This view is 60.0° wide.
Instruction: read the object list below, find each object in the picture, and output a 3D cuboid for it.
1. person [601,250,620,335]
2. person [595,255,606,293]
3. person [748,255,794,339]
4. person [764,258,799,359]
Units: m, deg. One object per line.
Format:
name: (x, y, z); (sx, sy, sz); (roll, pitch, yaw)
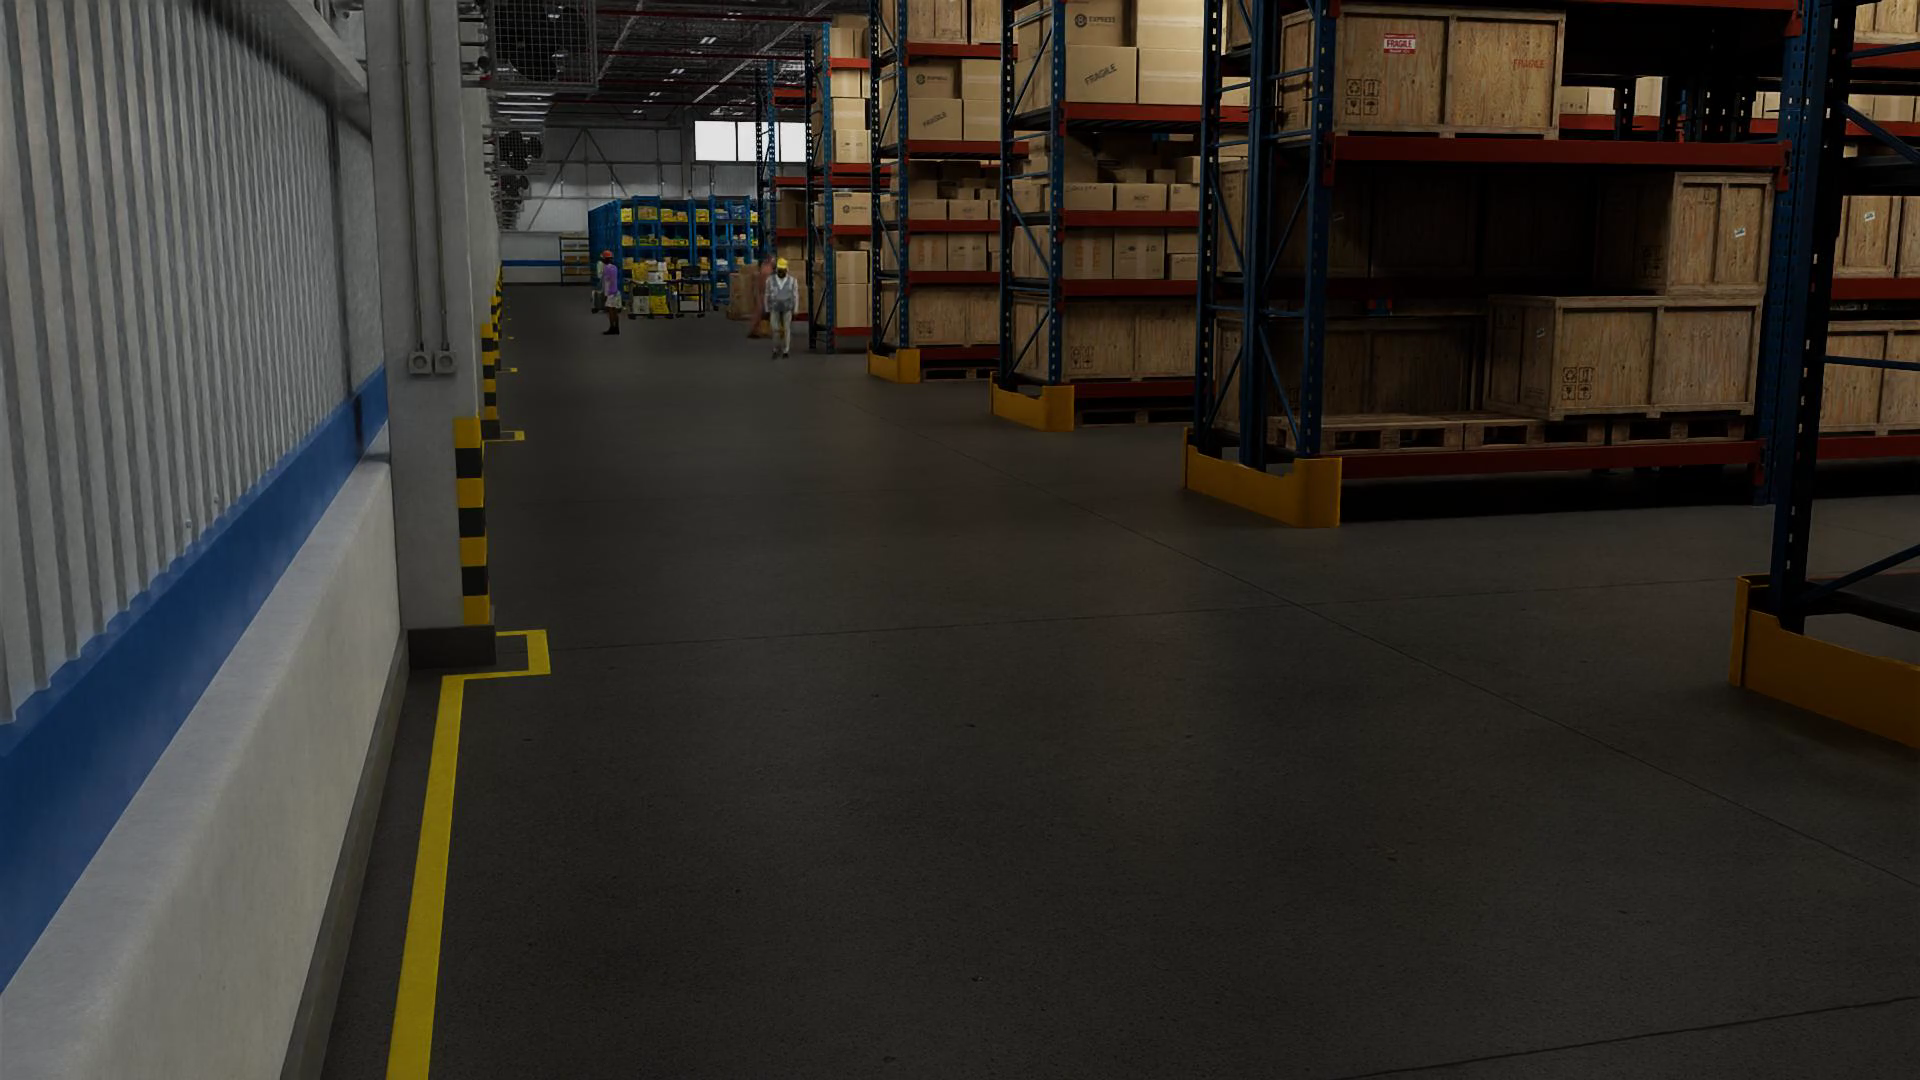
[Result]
person: (-8.079, -5.693, 38.282); (0.375, 1.935, 0.551); (2, 10, 13)
person: (-13.064, -9.560, 60.643); (0.805, 1.775, 0.630); (8, 13, 37)
person: (-4.191, -5.339, 36.556); (1.028, 1.839, 0.717); (-2, 10, -9)
person: (-3.200, -4.128, 29.773); (0.630, 1.804, 0.742); (-1, 10, -3)
